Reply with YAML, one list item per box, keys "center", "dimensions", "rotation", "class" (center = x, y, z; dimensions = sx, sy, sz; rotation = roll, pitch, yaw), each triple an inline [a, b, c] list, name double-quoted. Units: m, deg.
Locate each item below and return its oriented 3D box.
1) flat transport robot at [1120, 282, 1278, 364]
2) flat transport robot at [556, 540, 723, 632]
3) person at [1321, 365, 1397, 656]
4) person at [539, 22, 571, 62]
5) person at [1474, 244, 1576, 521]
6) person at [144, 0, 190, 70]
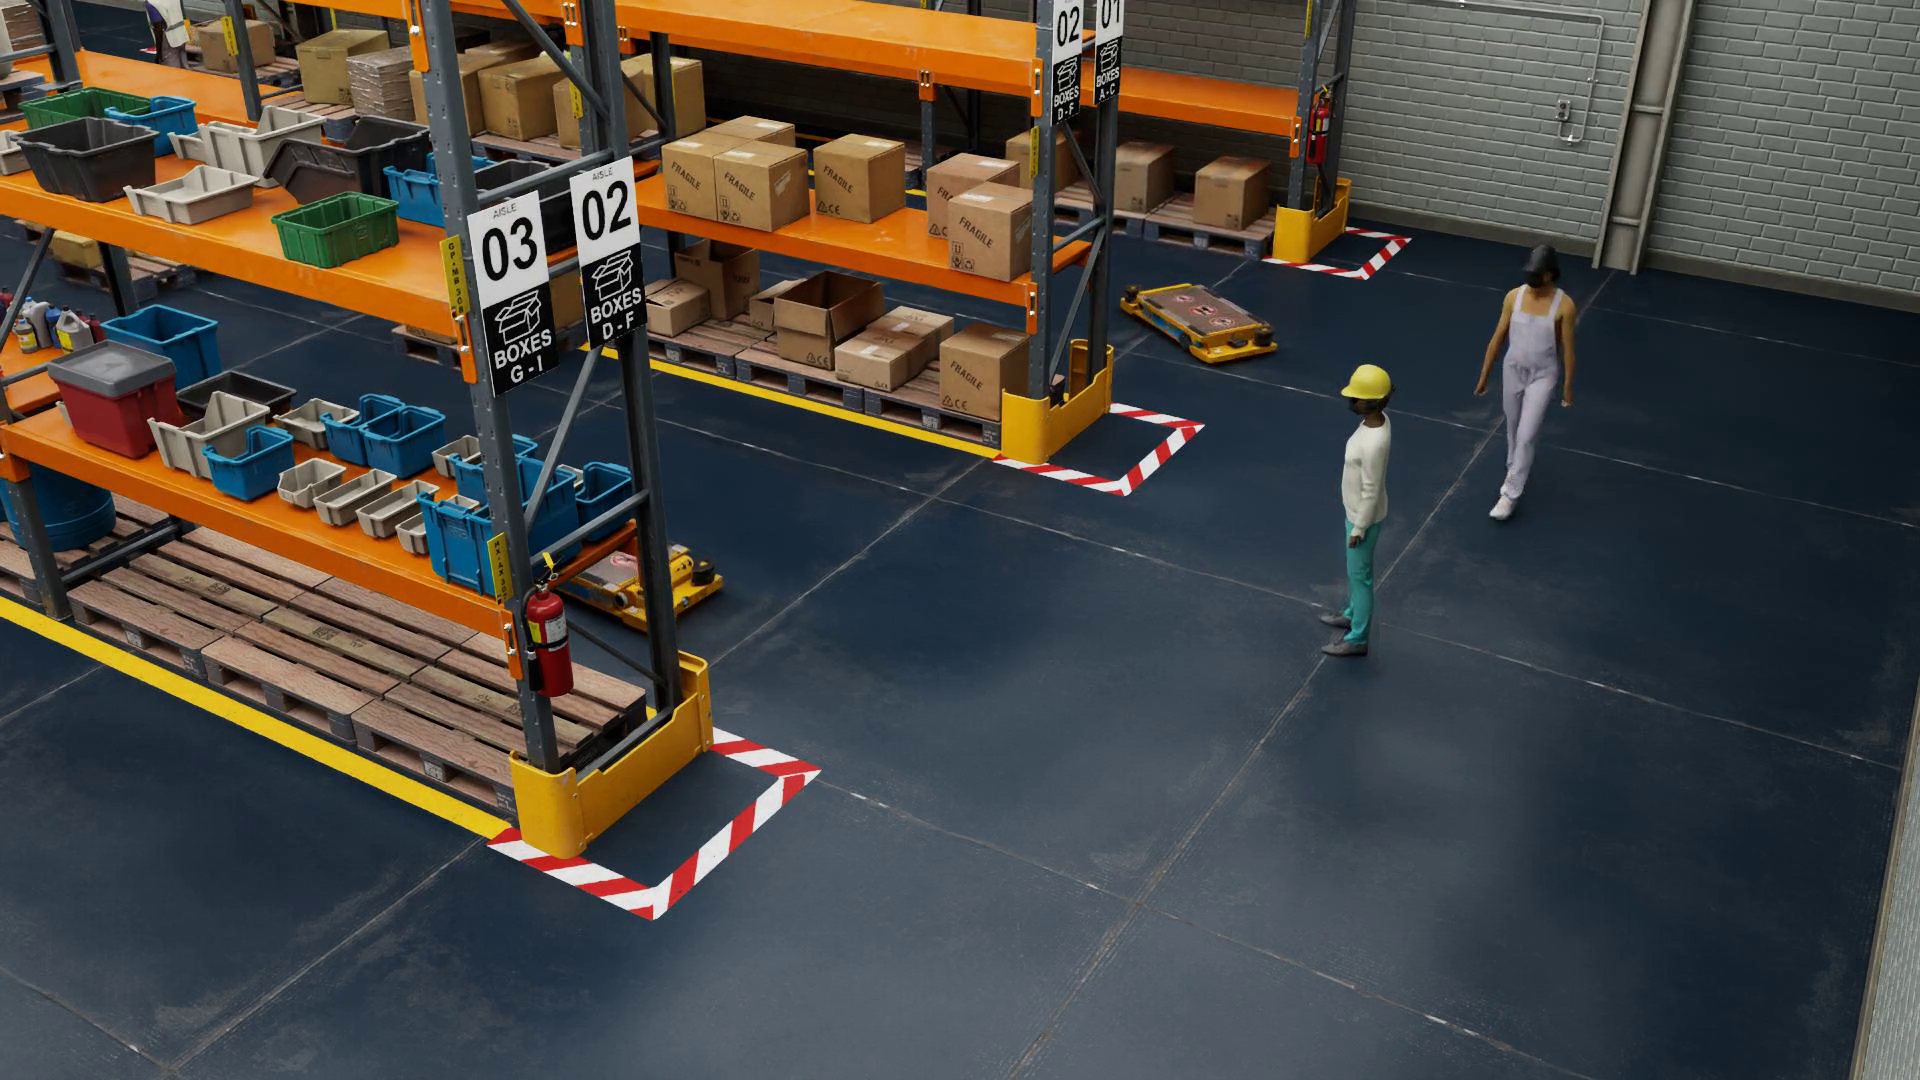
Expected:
- center: [1.986, -1.850, 13.952]
  dimensions: [0.659, 0.231, 1.431]
  rotation: [-13, 32, -22]
  class: "flat transport robot"
- center: [-2.231, 0.150, 10.365]
  dimensions: [1.431, 0.231, 0.659]
  rotation: [19, 34, 30]
  class: "flat transport robot"
- center: [2.242, -0.165, 9.393]
  dimensions: [0.328, 1.764, 0.532]
  rotation: [6, 30, 11]
  class: "person"
- center: [-4.113, -4.495, 17.229]
  dimensions: [0.533, 1.699, 0.318]
  rotation: [13, 32, 21]
  class: "person"
- center: [3.692, -1.039, 10.882]
  dimensions: [0.569, 1.832, 0.856]
  rotation: [23, 36, 35]
  class: "person"
- center: [-9.152, -5.737, 19.303]
  dimensions: [0.390, 1.850, 0.565]
  rotation: [3, 29, 6]
  class: "person"
